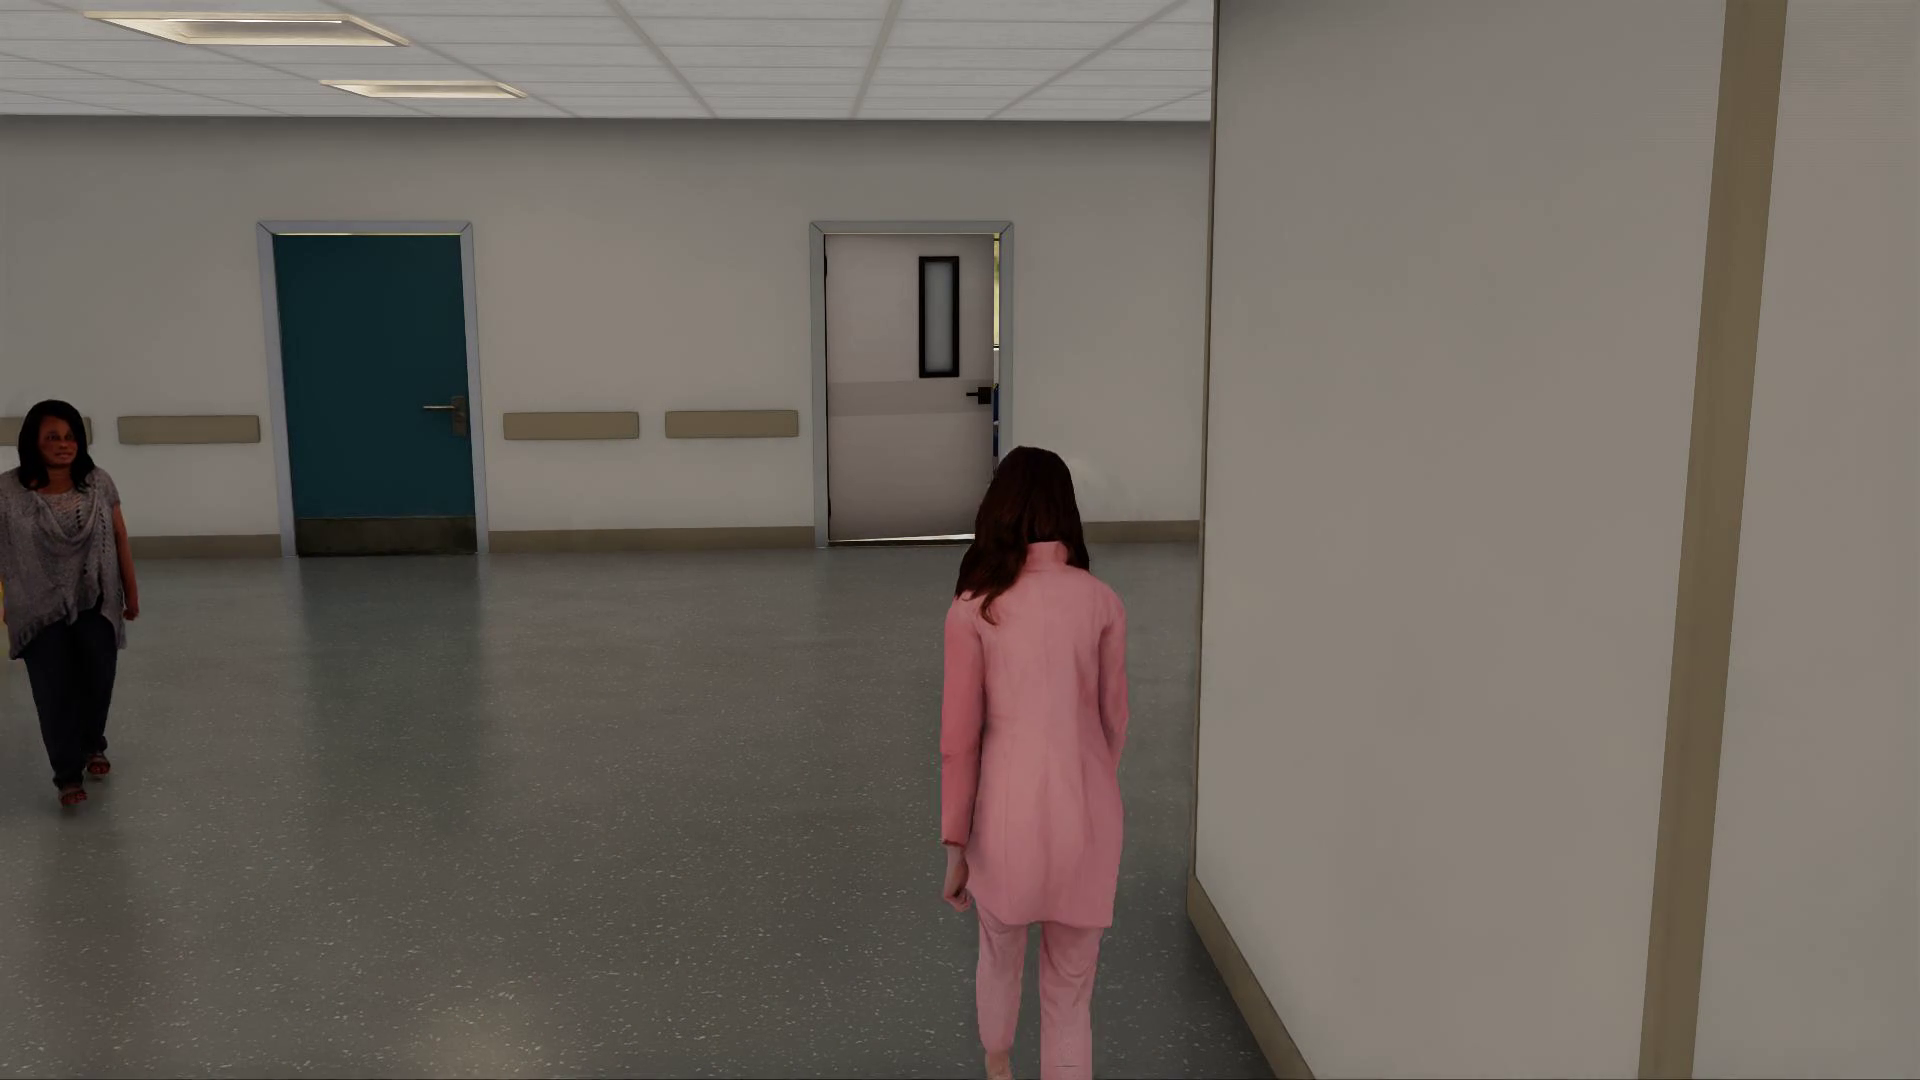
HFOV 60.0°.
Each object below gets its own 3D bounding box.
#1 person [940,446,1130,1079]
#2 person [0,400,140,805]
[{"bbox_3d":[0.197,0.723,3.718,1.103,1.752,0.704,-1,11,-4],"label":"person"},{"bbox_3d":[-3.644,0.226,6.788,0.954,1.585,0.960,-8,13,-36],"label":"person"}]
